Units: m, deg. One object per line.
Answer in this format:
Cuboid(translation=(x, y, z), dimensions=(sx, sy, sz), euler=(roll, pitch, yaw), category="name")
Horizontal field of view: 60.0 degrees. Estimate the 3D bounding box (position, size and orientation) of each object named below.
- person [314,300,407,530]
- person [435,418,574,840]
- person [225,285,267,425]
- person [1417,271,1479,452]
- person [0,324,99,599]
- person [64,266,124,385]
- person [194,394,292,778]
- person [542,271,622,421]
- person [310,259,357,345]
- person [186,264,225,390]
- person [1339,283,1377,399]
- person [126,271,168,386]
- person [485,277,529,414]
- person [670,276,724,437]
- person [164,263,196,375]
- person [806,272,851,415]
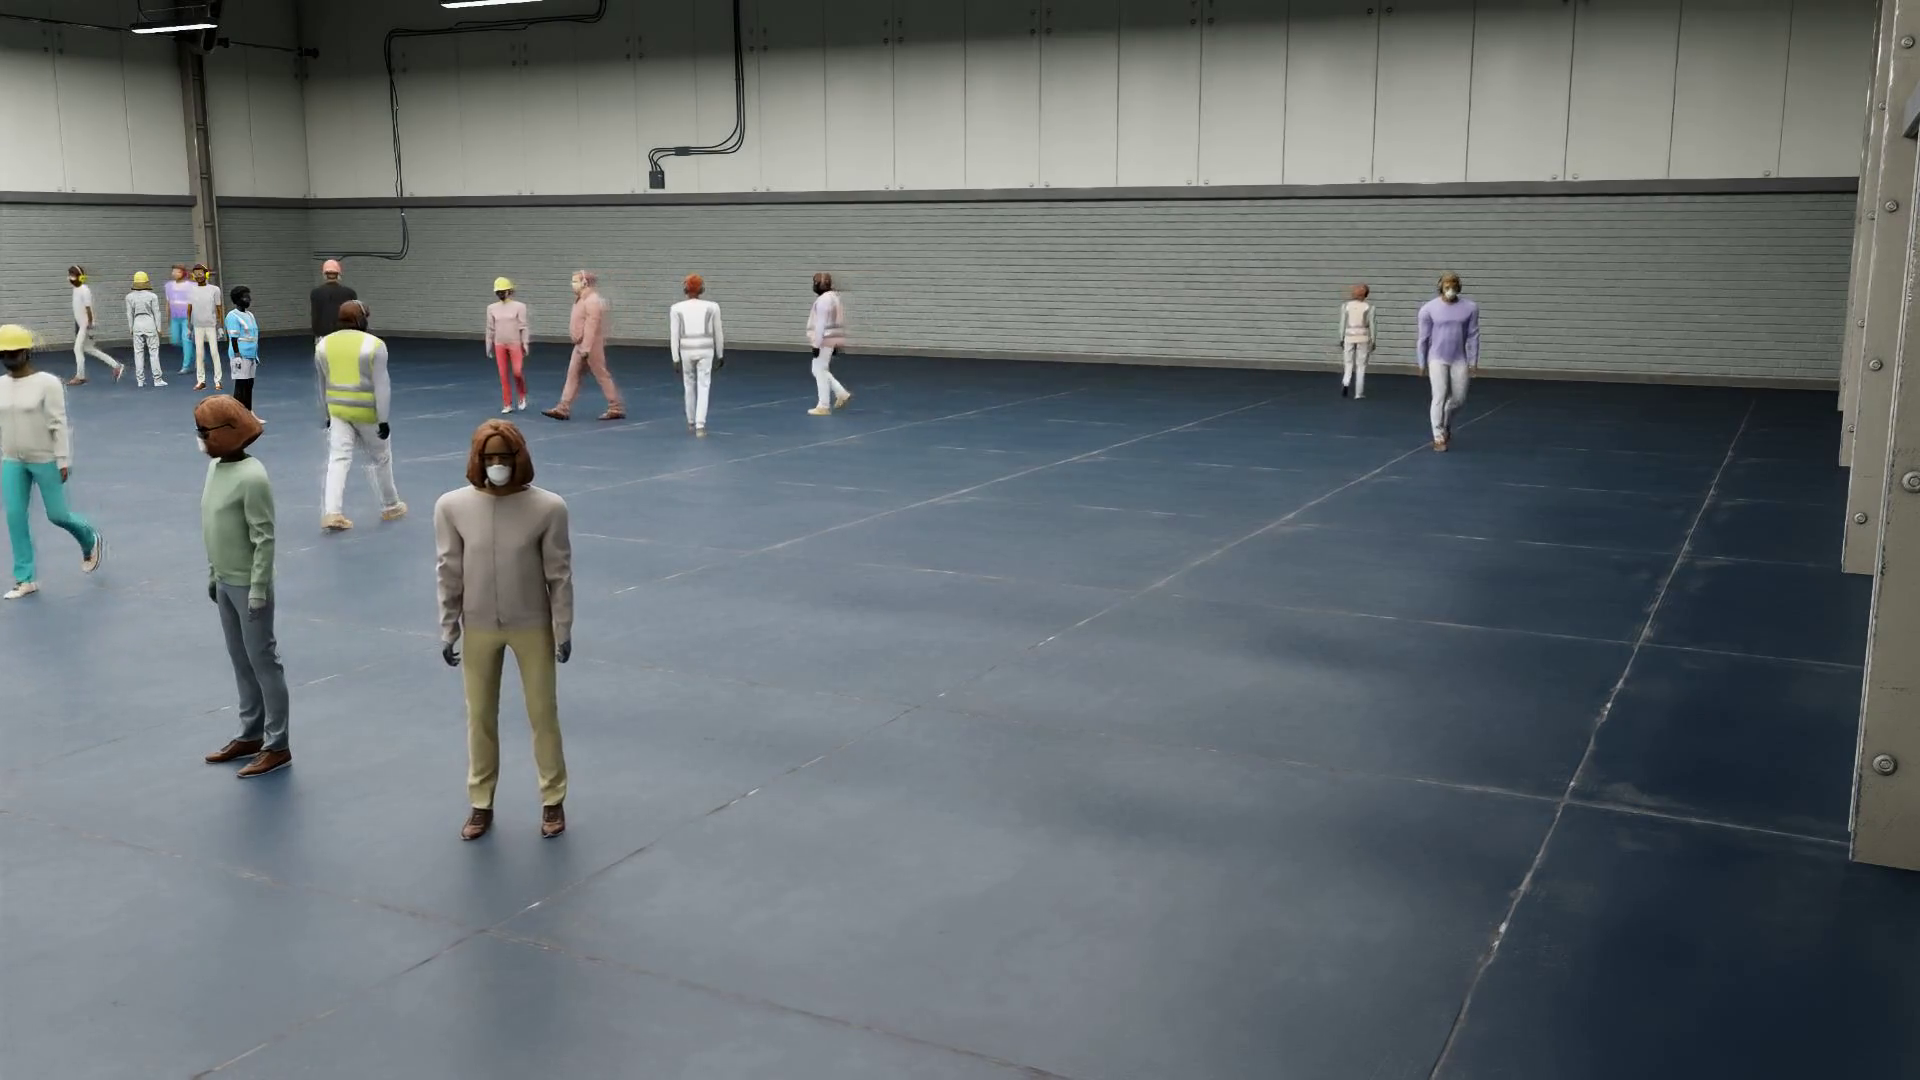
Cuboid(translation=(-4.761, -0.993, 13.130), dimensions=(0.639, 1.800, 0.981), euler=(2, 11, 10), category="person")
Cuboid(translation=(-1.713, 0.345, 6.315), dimensions=(0.498, 1.627, 0.305), euler=(-1, 10, -6), category="person")
Cuboid(translation=(-8.596, -2.202, 19.984), dimensions=(0.318, 1.699, 0.535), euler=(0, 10, 1), category="person")
Cuboid(translation=(5.208, -1.920, 17.837), dimensions=(0.643, 1.918, 0.595), euler=(0, 10, 1), category="person")
Cuboid(translation=(-5.951, -0.529, 10.761), dimensions=(0.525, 1.749, 0.698), euler=(1, 10, 3), category="person")
Cuboid(translation=(-13.422, -3.308, 25.653), dimensions=(0.806, 1.837, 0.551), euler=(-8, 13, -37), category="person")
Cuboid(translation=(-3.082, 0.191, 7.113), dimensions=(0.499, 1.633, 0.278), euler=(10, 14, 43), category="person")
Cuboid(translation=(-4.668, -2.392, 20.590), dimensions=(0.984, 1.850, 0.671), euler=(-6, 12, -31), category="person")
Cuboid(translation=(-8.480, -2.819, 22.613), dimensions=(0.619, 1.976, 0.662), euler=(-4, 11, -19), category="person")
Cuboid(translation=(-11.249, -3.166, 24.773), dimensions=(0.532, 1.871, 0.321), euler=(-2, 11, -10), category="person")
Cuboid(translation=(5.592, -2.784, 23.353), dimensions=(0.535, 1.624, 0.370), euler=(6, 12, 31), category="person")
Cuboid(translation=(-12.426, -3.215, 25.382), dimensions=(0.488, 1.746, 0.287), euler=(-1, 10, -5), category="person")
Cuboid(translation=(-5.857, -2.513, 21.497), dimensions=(0.554, 1.753, 0.350), euler=(1, 10, 3), category="person")
Cuboid(translation=(-3.037, -2.127, 19.236), dimensions=(0.582, 1.831, 0.999), euler=(-1, 10, -3), category="person")
Cuboid(translation=(-12.900, -3.672, 27.619), dimensions=(0.584, 1.834, 0.502), euler=(2, 11, 10), category="person")
Cuboid(translation=(-1.728, -2.507, 21.298), dimensions=(0.475, 1.828, 0.630), euler=(1, 10, 4), category="person")
